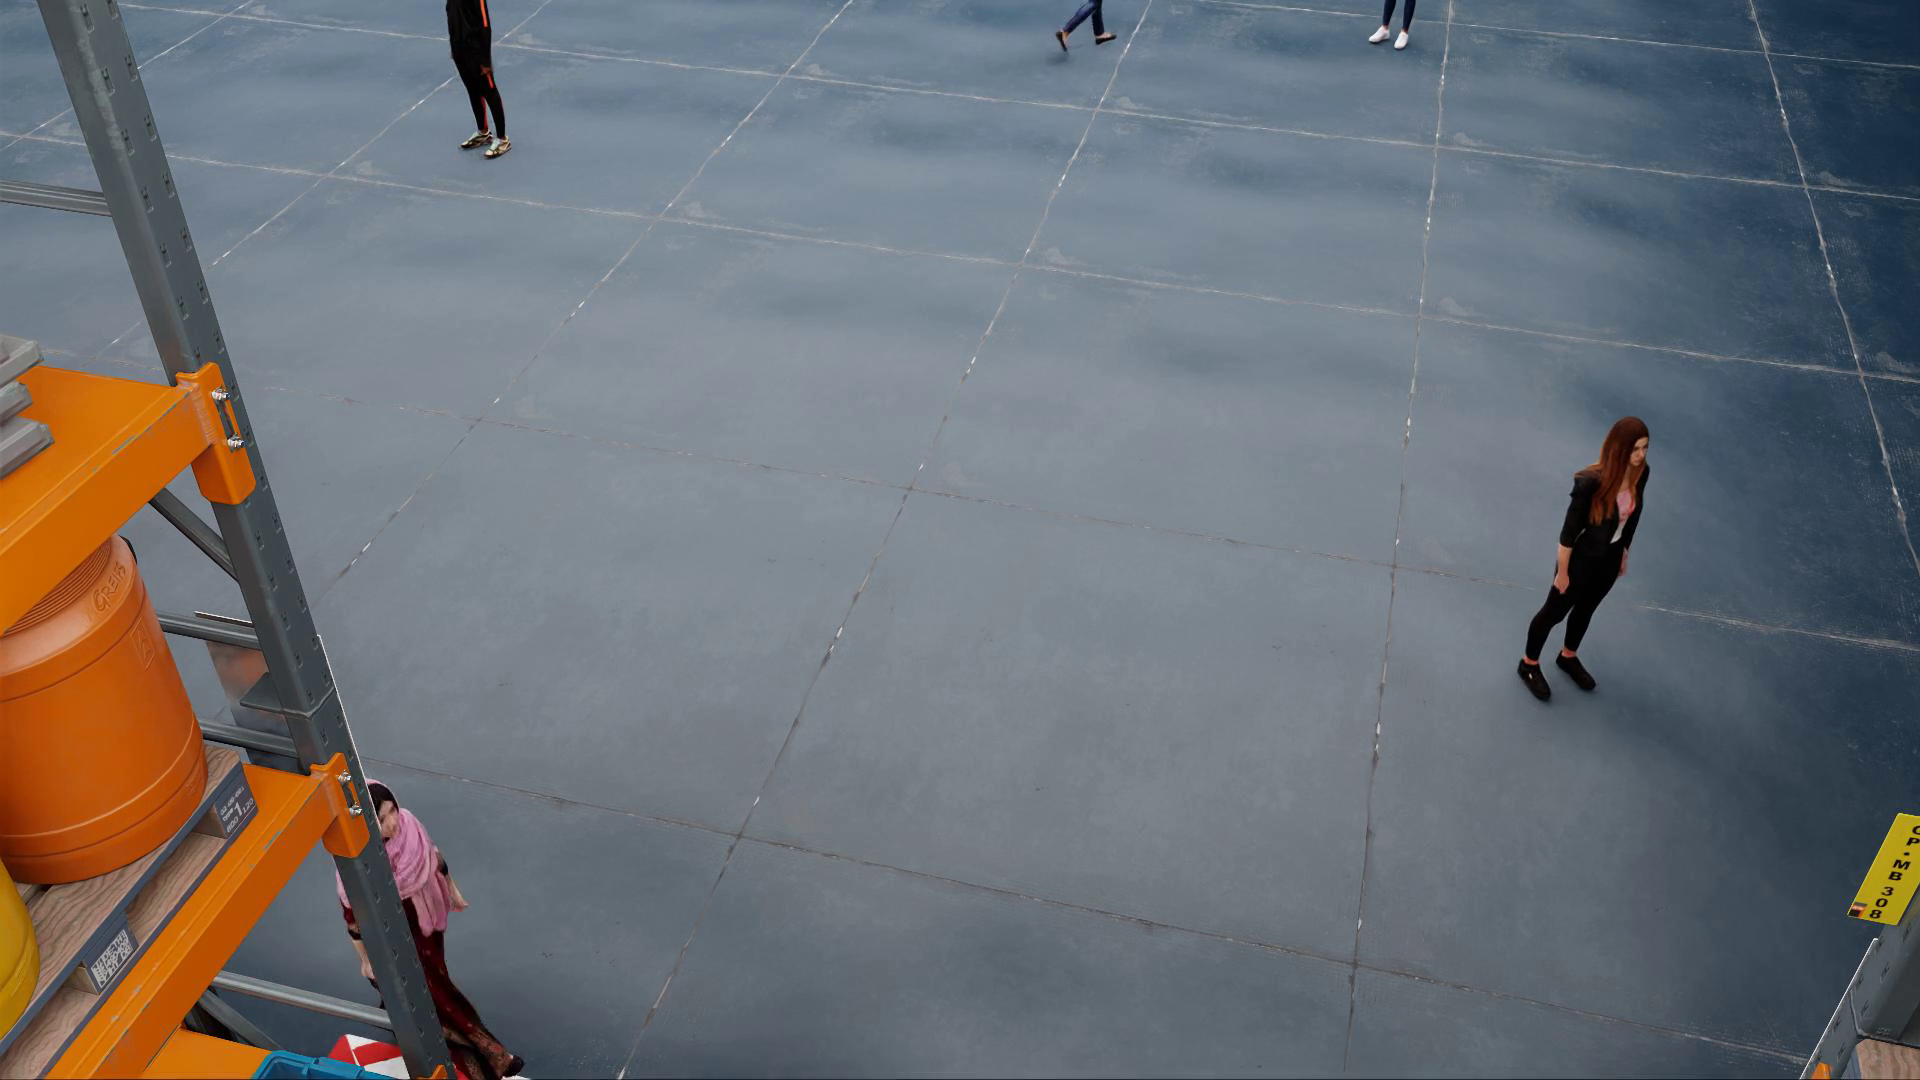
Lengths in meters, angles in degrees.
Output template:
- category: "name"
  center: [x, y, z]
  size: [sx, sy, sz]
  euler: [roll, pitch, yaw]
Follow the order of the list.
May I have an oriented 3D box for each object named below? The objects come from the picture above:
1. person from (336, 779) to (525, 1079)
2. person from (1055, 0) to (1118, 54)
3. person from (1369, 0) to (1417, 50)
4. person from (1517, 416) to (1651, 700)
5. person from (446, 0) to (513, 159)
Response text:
- category: "person"
  center: [-2.331, 1.549, 6.765]
  size: [0.737, 1.634, 0.923]
  euler: [11, 39, 13]
- category: "person"
  center: [1.209, -5.407, 15.602]
  size: [1.072, 1.701, 1.007]
  euler: [-21, 43, -24]
- category: "person"
  center: [4.248, -5.588, 15.775]
  size: [0.682, 1.775, 0.655]
  euler: [25, 44, 28]
- category: "person"
  center: [3.245, 0.071, 8.592]
  size: [0.676, 1.711, 0.702]
  euler: [-12, 40, -15]
- category: "person"
  center: [-4.060, -4.112, 13.859]
  size: [0.692, 1.810, 0.670]
  euler: [26, 45, 30]
